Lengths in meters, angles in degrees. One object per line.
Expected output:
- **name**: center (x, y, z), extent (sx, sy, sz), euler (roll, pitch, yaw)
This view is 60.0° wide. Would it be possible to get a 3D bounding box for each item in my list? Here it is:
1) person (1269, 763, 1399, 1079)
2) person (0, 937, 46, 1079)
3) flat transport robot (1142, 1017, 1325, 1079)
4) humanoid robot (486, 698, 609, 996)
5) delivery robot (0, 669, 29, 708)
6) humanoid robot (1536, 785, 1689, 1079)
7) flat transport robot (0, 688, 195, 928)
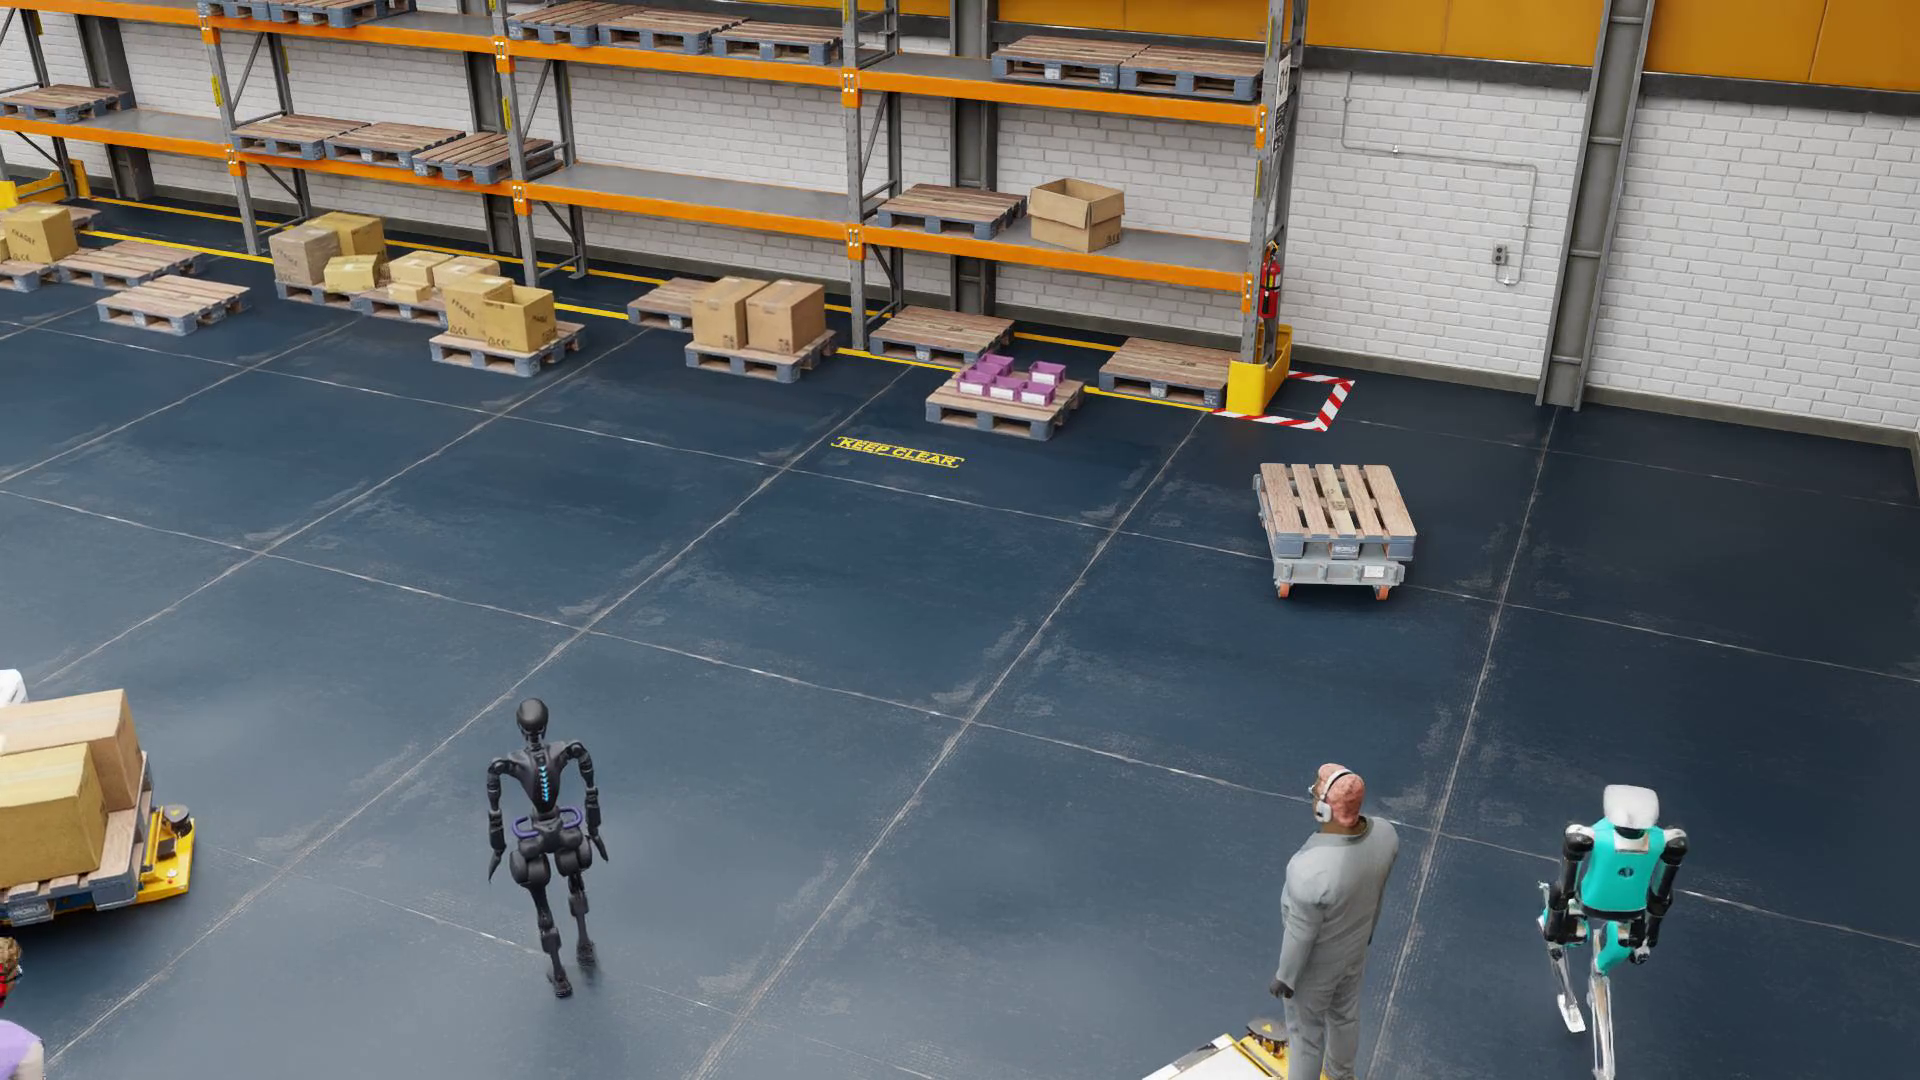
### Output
- **person**: center (1.645, 1.843, 7.575), extent (0.651, 1.904, 0.406), euler (-20, 34, -34)
- **person**: center (-3.844, 2.413, 6.573), extent (0.628, 1.805, 0.631), euler (7, 28, 13)
- **flat transport robot**: center (1.102, 2.725, 7.647), extent (1.431, 0.231, 0.659), euler (-17, 32, -30)
- **humanoid robot**: center (-2.091, 1.544, 8.410), extent (0.601, 1.644, 0.425), euler (-12, 30, -22)
- **delivery robot**: center (-6.117, 1.157, 10.396), extent (0.499, 0.614, 0.785), euler (-5, 28, -10)
- **humanoid robot**: center (3.001, 1.758, 7.904), extent (0.555, 1.722, 0.935), euler (3, 27, 6)
- **flat transport robot**: center (-5.087, 1.866, 9.314), extent (1.431, 0.231, 0.659), euler (-9, 29, -17)
